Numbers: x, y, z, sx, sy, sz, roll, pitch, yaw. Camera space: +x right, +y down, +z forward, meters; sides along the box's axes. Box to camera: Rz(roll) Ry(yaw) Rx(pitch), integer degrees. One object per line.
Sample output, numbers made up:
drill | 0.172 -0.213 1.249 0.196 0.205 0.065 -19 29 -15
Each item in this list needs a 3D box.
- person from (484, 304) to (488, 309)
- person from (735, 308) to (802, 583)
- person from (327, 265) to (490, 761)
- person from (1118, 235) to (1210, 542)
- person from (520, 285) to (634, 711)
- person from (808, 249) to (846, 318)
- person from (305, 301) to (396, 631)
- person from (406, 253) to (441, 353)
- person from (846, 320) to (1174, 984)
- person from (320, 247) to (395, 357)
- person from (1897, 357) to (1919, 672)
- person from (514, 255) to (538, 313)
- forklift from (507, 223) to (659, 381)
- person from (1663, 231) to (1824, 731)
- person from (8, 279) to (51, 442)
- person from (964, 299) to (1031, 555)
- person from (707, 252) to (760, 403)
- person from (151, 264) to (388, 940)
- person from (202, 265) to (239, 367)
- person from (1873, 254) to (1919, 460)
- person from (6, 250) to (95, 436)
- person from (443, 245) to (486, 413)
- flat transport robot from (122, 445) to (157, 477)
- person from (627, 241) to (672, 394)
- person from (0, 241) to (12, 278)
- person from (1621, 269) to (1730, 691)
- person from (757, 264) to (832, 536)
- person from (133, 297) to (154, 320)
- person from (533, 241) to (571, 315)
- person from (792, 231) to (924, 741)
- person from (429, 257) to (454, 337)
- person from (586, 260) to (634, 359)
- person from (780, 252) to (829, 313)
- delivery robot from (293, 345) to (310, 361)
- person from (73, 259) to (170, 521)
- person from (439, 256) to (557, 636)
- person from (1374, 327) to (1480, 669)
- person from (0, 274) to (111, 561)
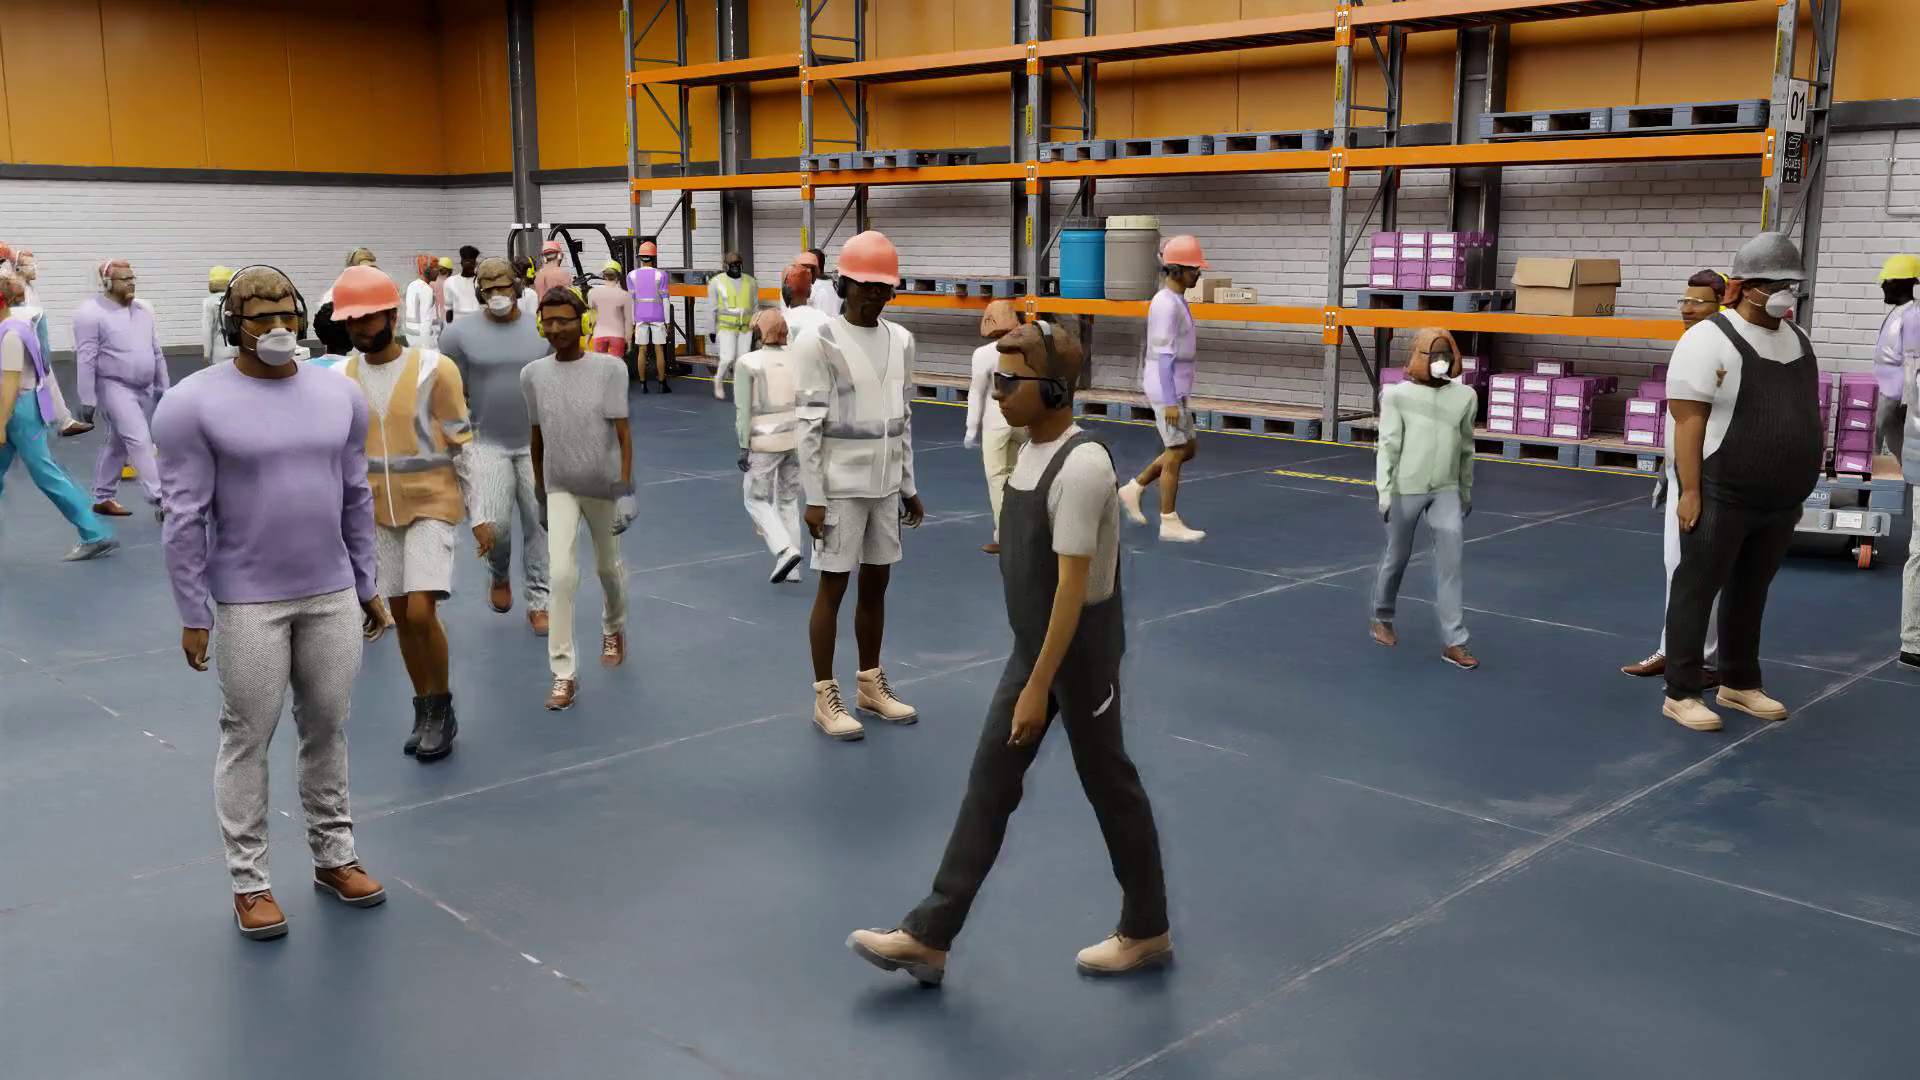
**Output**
person | -4.721 -1.873 16.873 0.336 1.631 0.518 -4 11 -23
person | -1.038 -0.531 9.626 0.527 1.607 0.519 -8 13 -37
person | -2.146 -0.087 6.384 0.590 1.909 0.530 1 10 8
person | 1.347 -0.980 10.936 0.565 2.024 0.604 3 11 15
person | -1.690 -0.236 7.465 0.507 1.823 1.005 -1 10 -4
person | -1.338 -1.962 16.661 0.621 1.894 0.598 -10 14 -43
person | -3.140 -0.371 8.505 0.541 1.696 0.315 3 11 15
person | -5.709 -2.096 17.537 0.978 1.842 0.612 -9 13 -39
person | 0.182 0.330 4.392 0.953 1.793 0.535 -4 11 -21
person | -4.533 -1.256 12.688 0.446 1.932 0.648 7 12 33
person | 4.592 -0.294 7.714 0.404 1.833 0.590 8 13 36
person | -4.269 -1.813 16.015 0.586 1.840 0.777 10 15 44
forklift | -5.316 -3.263 22.920 2.313 2.155 1.214 -10 14 -44
person | 3.257 -0.237 6.838 0.684 2.000 0.536 -4 11 -22
person | -8.780 -1.625 15.552 0.515 1.622 0.596 -7 13 -35
person | 0.262 -0.700 10.490 0.510 1.618 0.343 -9 14 -41
person | -2.712 -2.540 20.003 0.627 1.824 0.478 -6 12 -28
person | -1.983 0.174 4.873 0.359 1.938 0.635 9 14 41
person | -7.335 -1.897 16.767 0.567 1.722 0.503 7 13 35
person | 6.758 -1.089 11.899 0.890 1.895 0.597 4 11 20
person | -9.149 -1.910 16.444 0.938 1.861 0.649 -2 11 -9
person | -5.680 -2.463 19.346 0.601 1.928 0.905 -4 11 -20
flat transport robot | -6.490 -0.711 14.244 1.431 0.197 0.652 -4 11 -22
person | -3.967 -2.836 21.285 0.543 1.940 0.361 0 10 2
person | -12.057 -2.731 20.724 0.670 1.952 0.409 -5 11 -24
person | 3.259 -0.256 7.398 0.322 1.875 0.527 -2 11 -10
person | -0.937 -0.881 10.929 0.932 1.848 0.593 9 13 39
person | -8.142 -1.805 16.274 0.540 1.744 0.823 -6 12 -31
person | -4.745 -2.546 19.668 0.669 1.951 0.435 7 13 34
person | -0.385 -0.219 6.754 0.605 2.036 0.393 -10 14 -44
person | -7.135 -3.044 23.008 0.535 1.729 0.879 2 11 13
person | -3.948 -2.267 18.716 0.558 1.734 0.544 0 10 2
person | -1.515 -1.821 15.965 0.561 1.871 0.980 8 13 36
delivery robot | -9.501 -2.609 23.568 0.477 0.478 0.707 0 10 1
person | -5.887 -1.058 11.820 0.986 1.852 0.664 3 11 14
person | -2.270 -0.471 8.441 0.698 1.919 0.528 -4 11 -23
person | 2.246 -0.224 7.994 0.520 1.592 0.778 -1 10 -8
person | -5.748 -0.723 10.148 0.958 1.804 0.586 -9 14 -42
